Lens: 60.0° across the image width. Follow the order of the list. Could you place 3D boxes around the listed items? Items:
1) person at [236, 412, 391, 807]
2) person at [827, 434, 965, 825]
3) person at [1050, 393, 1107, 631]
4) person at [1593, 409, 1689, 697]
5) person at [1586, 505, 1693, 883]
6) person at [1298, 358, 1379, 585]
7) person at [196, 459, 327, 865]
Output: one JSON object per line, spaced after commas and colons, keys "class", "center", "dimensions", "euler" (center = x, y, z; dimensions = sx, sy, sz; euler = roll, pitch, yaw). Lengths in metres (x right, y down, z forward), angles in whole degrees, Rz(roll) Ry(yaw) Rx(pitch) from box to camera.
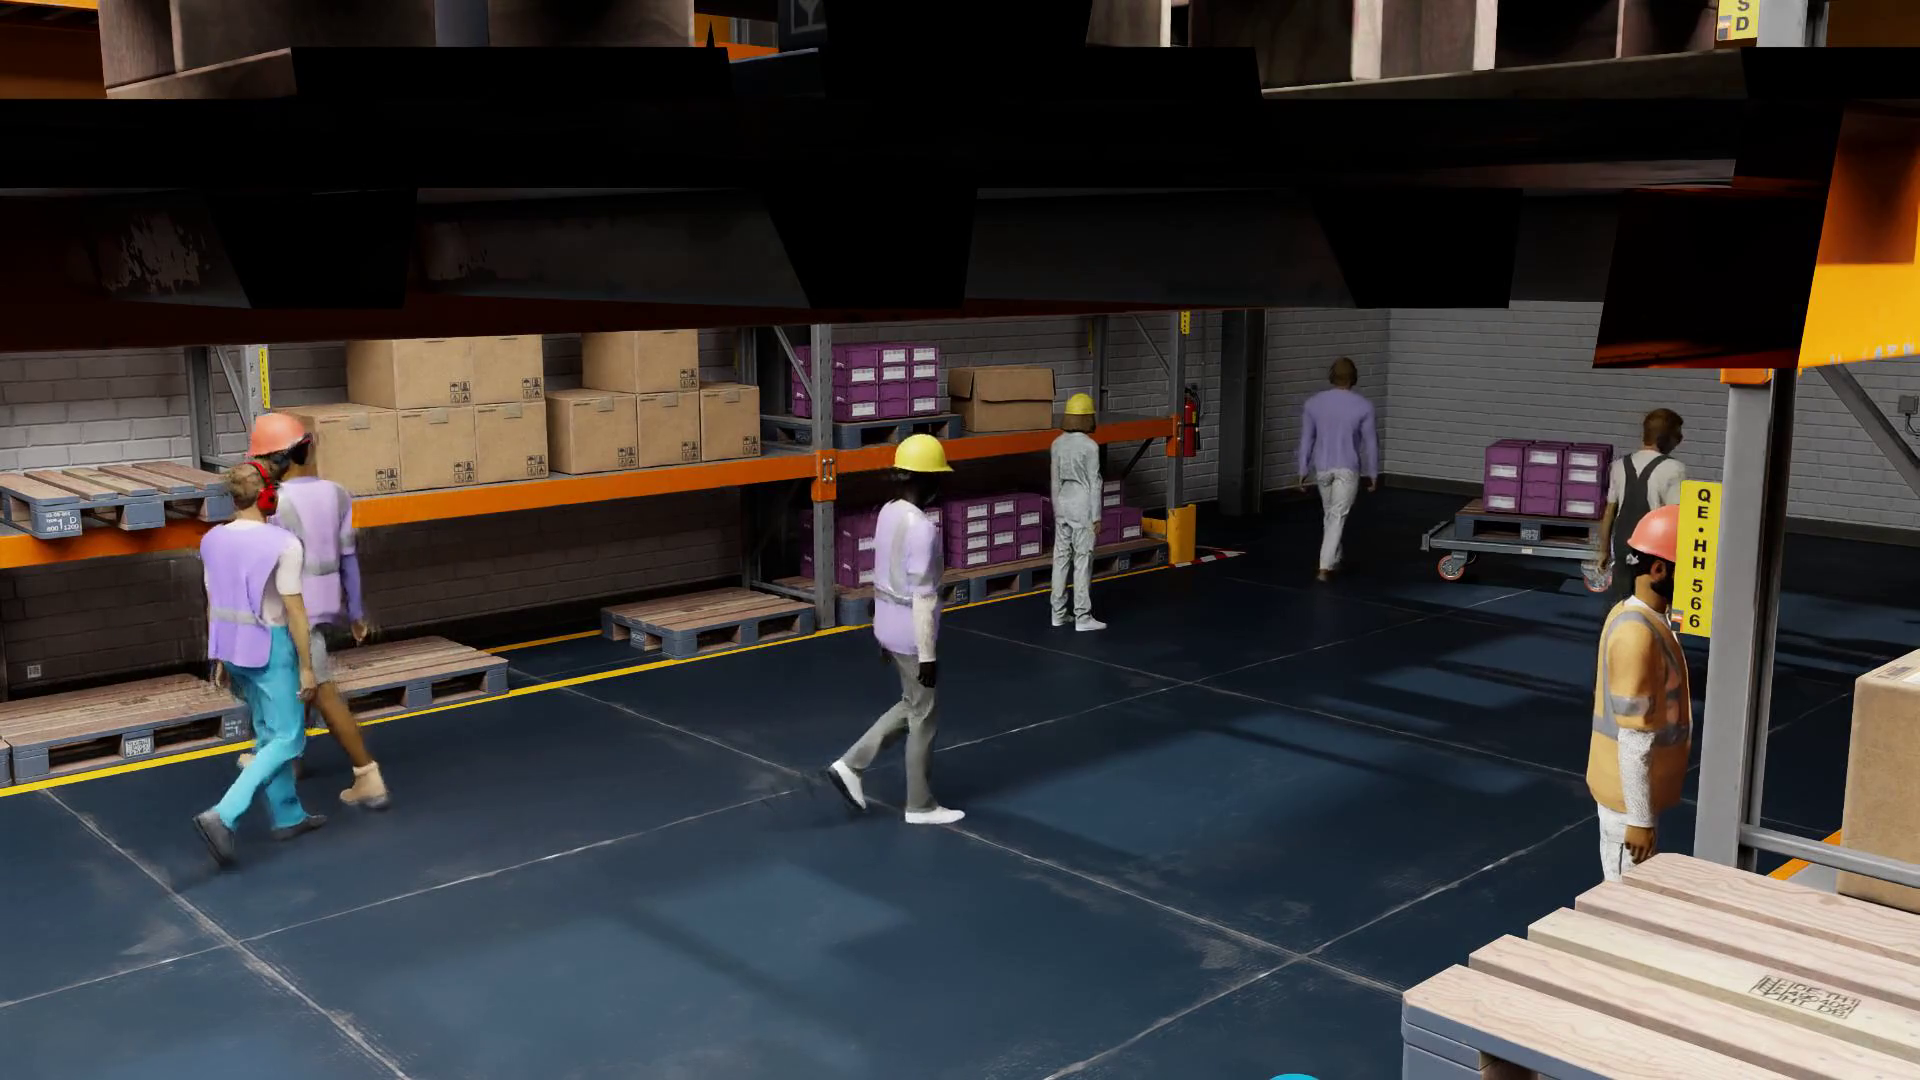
{"class": "person", "center": [-3.292, 0.352, 8.304], "dimensions": [1.035, 1.983, 0.632], "euler": [3, 10, 18]}
{"class": "person", "center": [-0.287, 0.447, 7.916], "dimensions": [0.559, 1.911, 0.590], "euler": [-3, 10, -17]}
{"class": "person", "center": [0.874, -0.208, 12.224], "dimensions": [0.314, 1.742, 0.491], "euler": [-8, 13, -40]}
{"class": "person", "center": [4.203, 0.104, 10.177], "dimensions": [0.632, 1.817, 0.624], "euler": [-7, 12, -36]}
{"class": "person", "center": [2.296, 0.837, 5.571], "dimensions": [0.371, 1.928, 0.543], "euler": [4, 10, 21]}
{"class": "person", "center": [3.193, -0.587, 14.056], "dimensions": [0.649, 1.892, 1.037], "euler": [6, 12, 32]}
{"class": "person", "center": [-3.204, 0.547, 7.555], "dimensions": [0.580, 1.826, 0.710], "euler": [5, 11, 27]}
